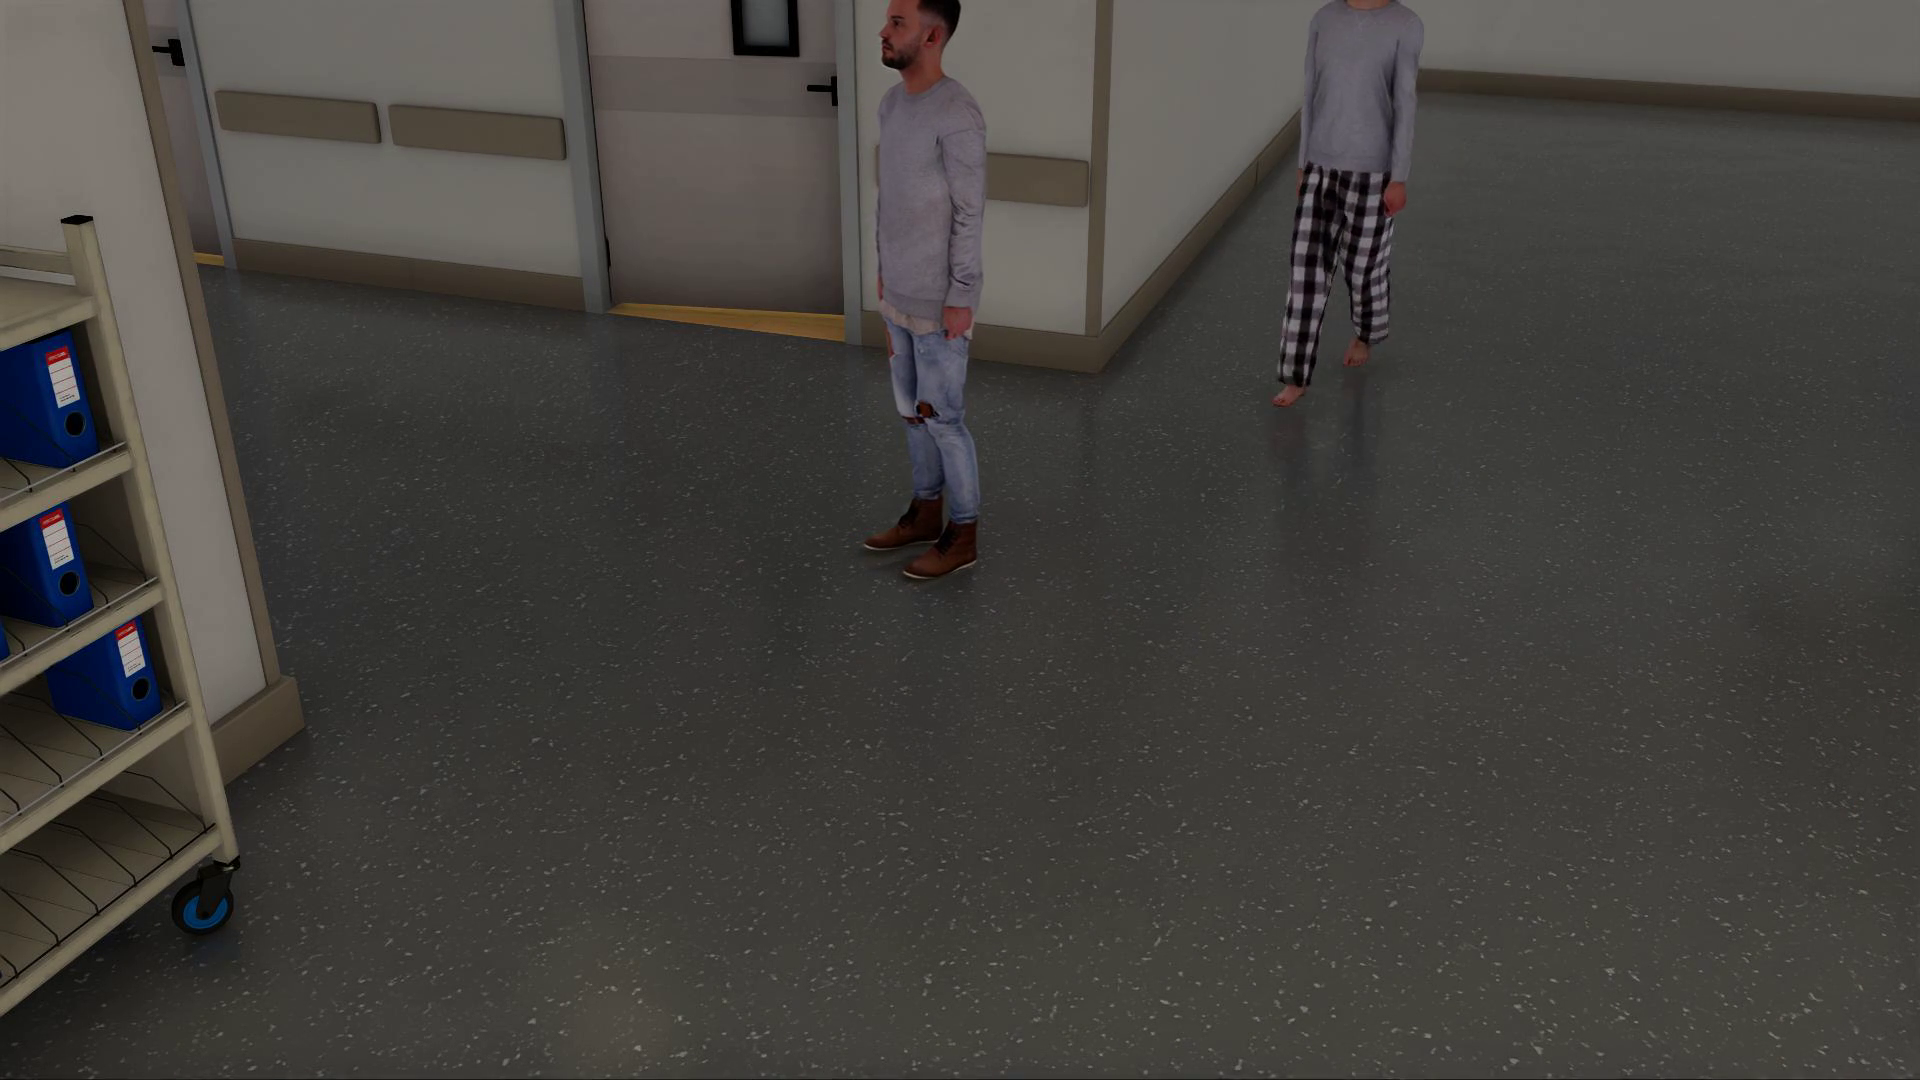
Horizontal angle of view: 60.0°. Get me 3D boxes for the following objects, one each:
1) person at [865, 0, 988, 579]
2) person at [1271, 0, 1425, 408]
[{"bbox_3d":[-0.098,-0.785,5.139,0.792,1.837,0.762,-15,30,-28],"label":"person"},{"bbox_3d":[1.591,-1.471,6.607,0.797,1.797,1.192,15,30,29],"label":"person"}]
